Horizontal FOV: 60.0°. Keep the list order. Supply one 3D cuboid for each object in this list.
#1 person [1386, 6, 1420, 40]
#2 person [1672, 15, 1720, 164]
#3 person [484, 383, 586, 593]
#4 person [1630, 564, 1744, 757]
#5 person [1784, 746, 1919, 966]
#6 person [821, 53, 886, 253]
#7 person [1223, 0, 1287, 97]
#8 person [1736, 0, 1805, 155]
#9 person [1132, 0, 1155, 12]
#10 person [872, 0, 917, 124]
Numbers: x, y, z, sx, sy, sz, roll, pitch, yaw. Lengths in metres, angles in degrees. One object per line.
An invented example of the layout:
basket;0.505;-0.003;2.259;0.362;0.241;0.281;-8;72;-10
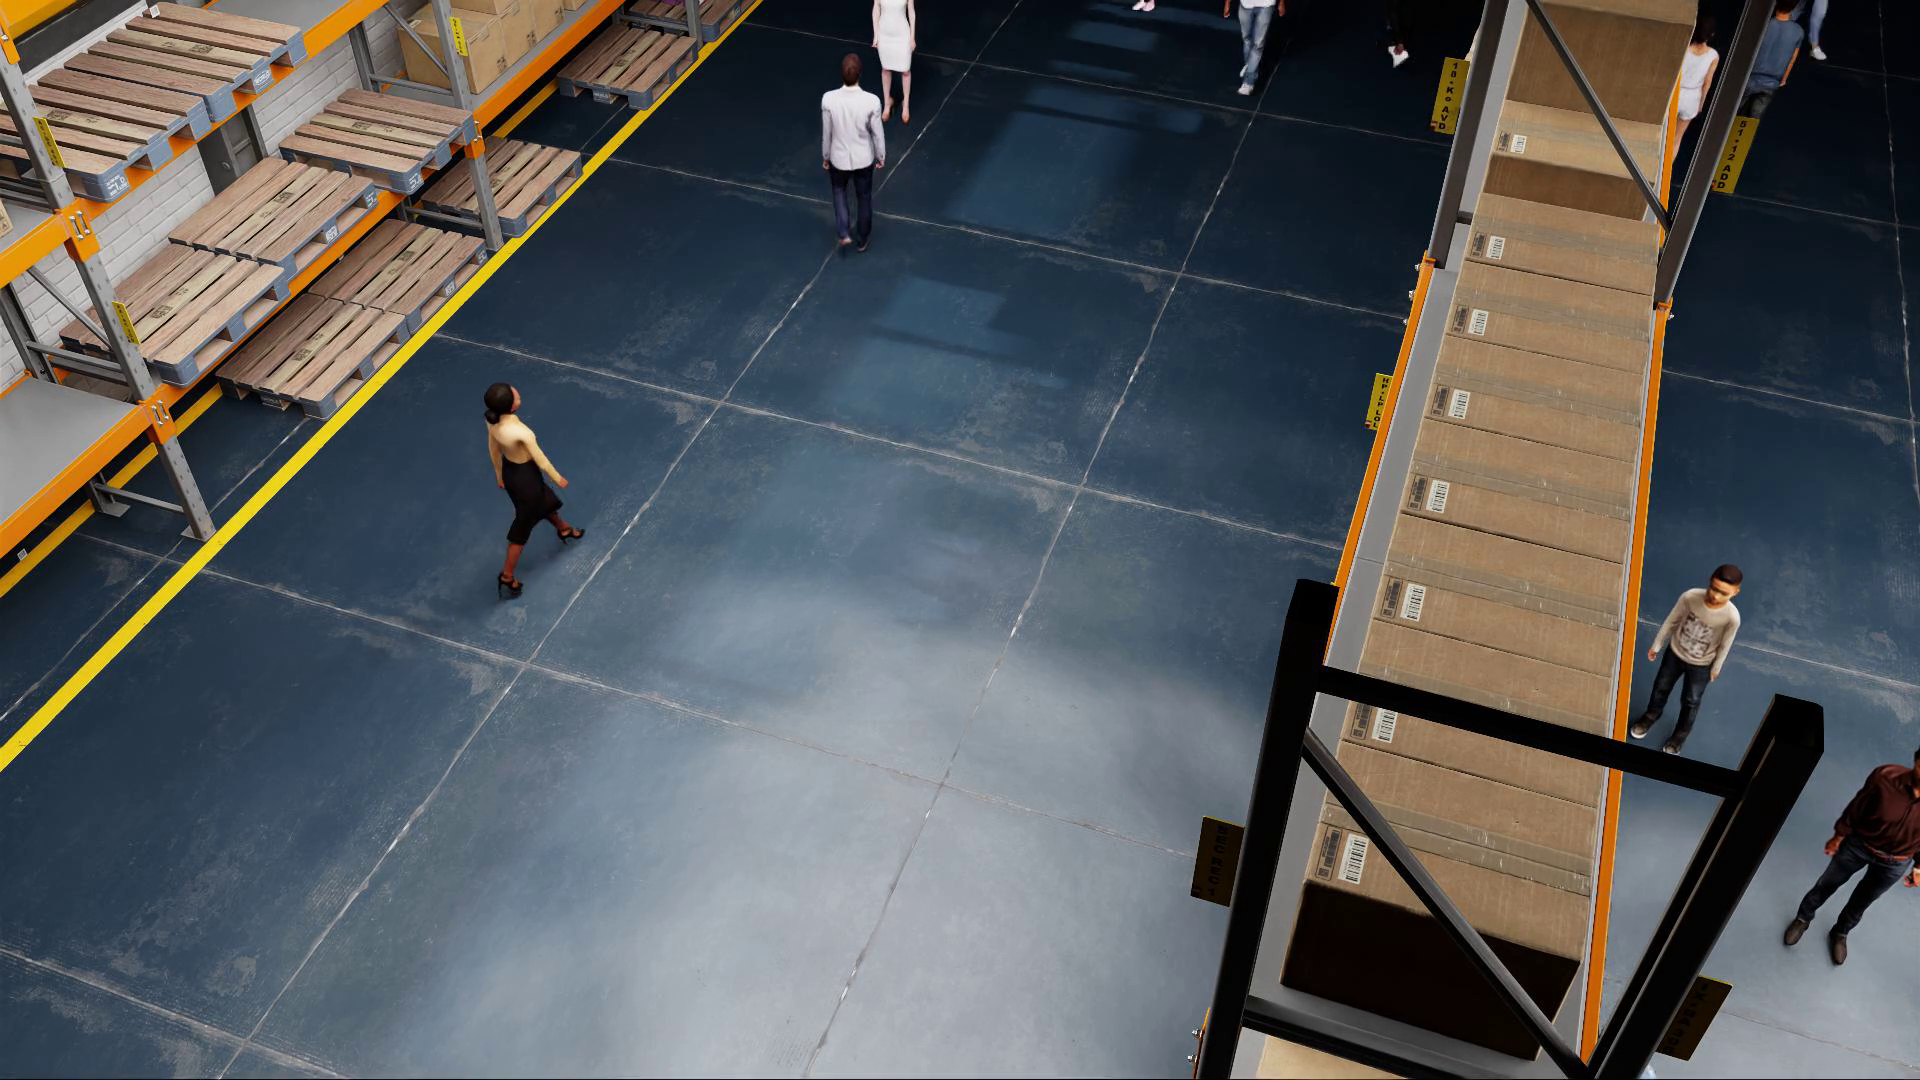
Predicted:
person;4.662;-5.966;17.150;0.703;1.743;0.680;23;48;22
person;6.560;-3.979;15.168;0.581;1.599;0.564;16;46;16
person;-3.031;-0.323;11.323;0.834;1.610;1.110;31;52;28
person;4.571;0.686;10.372;0.650;1.461;0.667;34;53;30
person;5.022;1.677;9.099;0.678;1.782;0.569;21;47;21
person;-0.929;-3.231;14.209;0.802;1.839;0.804;0;44;0
person;2.996;-5.389;16.523;0.797;1.773;1.083;21;47;21
person;7.293;-4.120;15.188;0.735;1.776;1.083;10;44;10
person;2.092;-6.218;17.941;0.576;1.016;0.522;-30;51;-28
person;-0.613;-4.818;15.907;0.609;1.794;0.540;8;44;8
